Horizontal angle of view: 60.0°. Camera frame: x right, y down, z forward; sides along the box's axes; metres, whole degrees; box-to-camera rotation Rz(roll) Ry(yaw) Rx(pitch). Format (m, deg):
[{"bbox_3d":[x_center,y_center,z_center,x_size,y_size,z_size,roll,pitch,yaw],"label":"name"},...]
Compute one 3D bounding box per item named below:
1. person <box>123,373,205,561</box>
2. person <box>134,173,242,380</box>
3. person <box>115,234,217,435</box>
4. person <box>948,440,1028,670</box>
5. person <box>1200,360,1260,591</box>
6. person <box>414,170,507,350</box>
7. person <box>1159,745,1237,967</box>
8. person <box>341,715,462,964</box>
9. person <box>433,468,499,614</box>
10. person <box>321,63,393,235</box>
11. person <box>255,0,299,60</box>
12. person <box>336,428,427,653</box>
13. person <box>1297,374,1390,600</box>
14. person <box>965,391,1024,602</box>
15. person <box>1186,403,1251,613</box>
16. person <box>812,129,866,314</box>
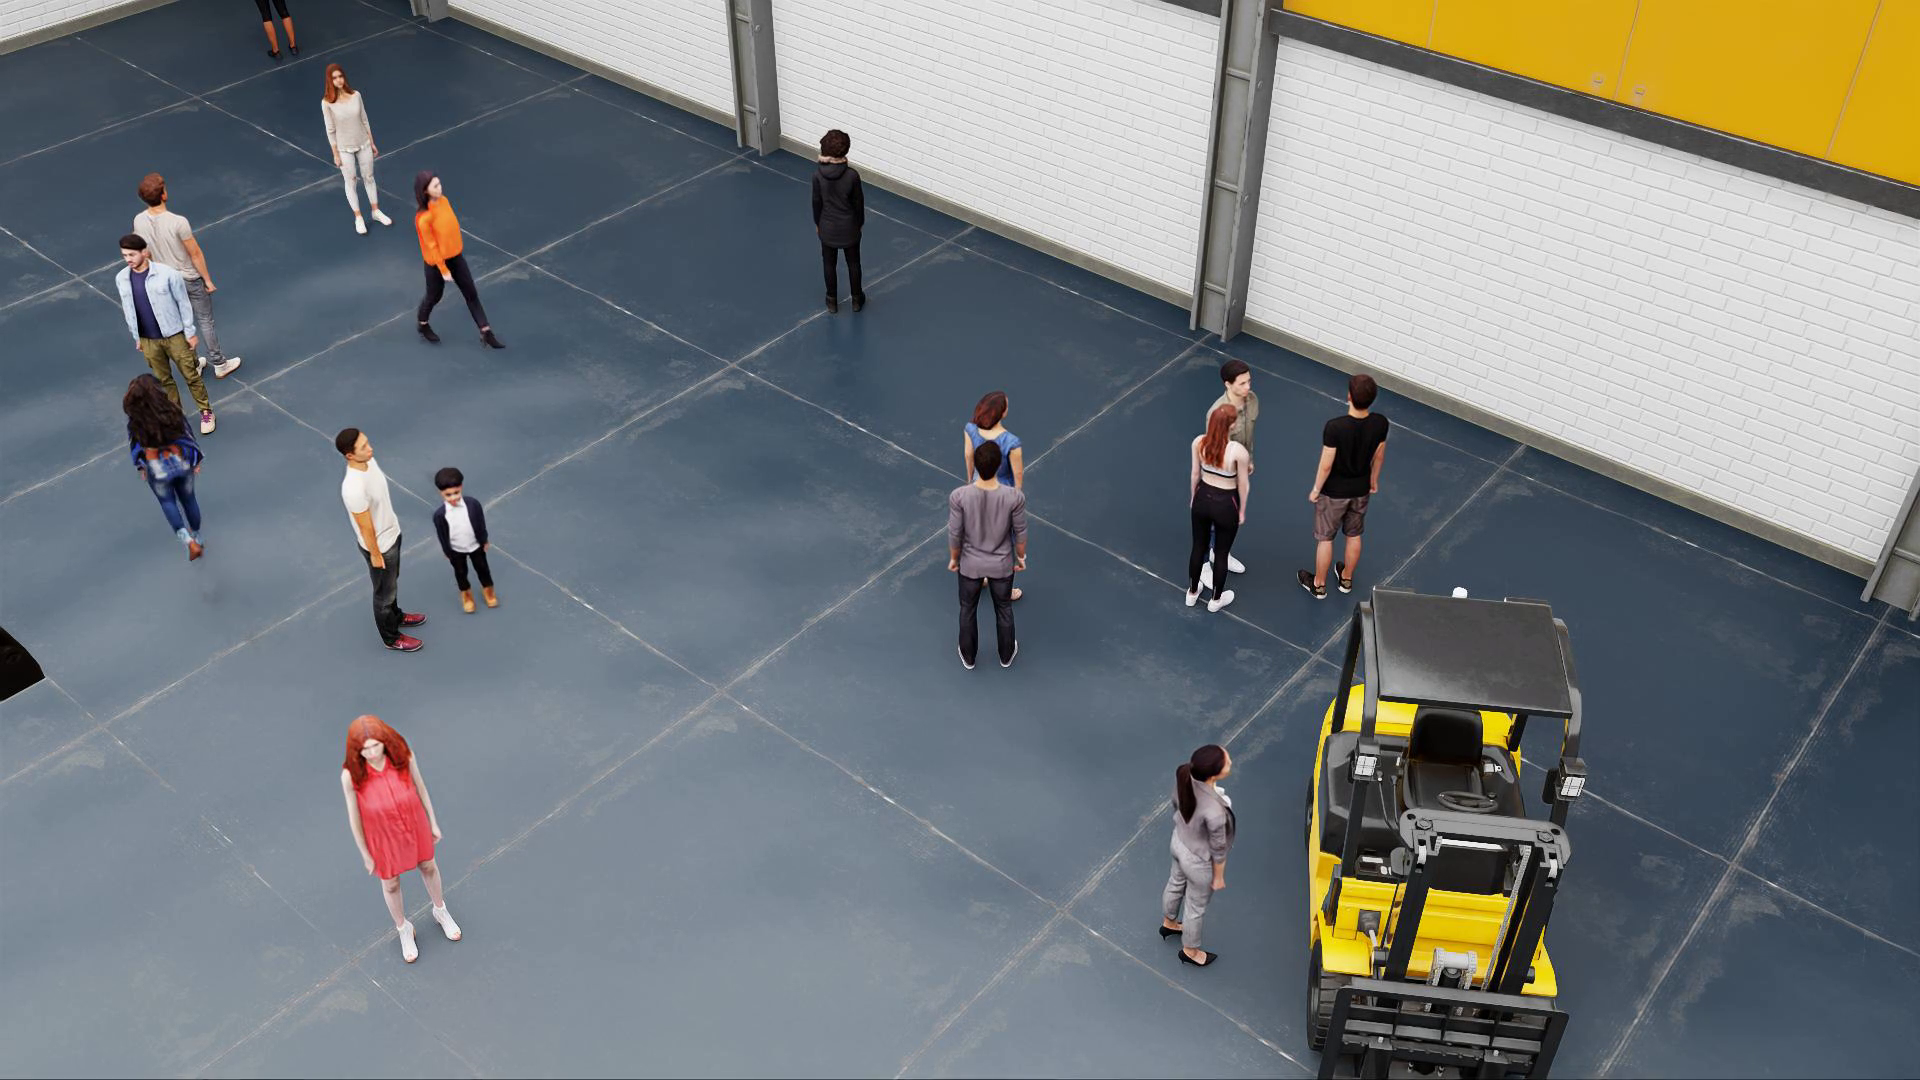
[{"bbox_3d":[-5.825,-0.488,12.290,0.766,1.613,0.832,-19,42,-22],"label":"person"},{"bbox_3d":[-6.689,-2.247,14.265,0.703,1.896,0.807,2,39,3],"label":"person"},{"bbox_3d":[-6.523,-1.682,13.626,0.748,1.811,0.814,-2,39,-3],"label":"person"},{"bbox_3d":[0.179,0.117,11.341,0.711,1.851,0.798,0,39,0],"label":"person"},{"bbox_3d":[1.927,-0.504,12.107,0.590,1.865,0.716,31,48,33],"label":"person"},{"bbox_3d":[-4.633,-2.431,14.651,1.190,1.702,0.871,12,40,14],"label":"person"},{"bbox_3d":[1.332,1.771,9.409,0.776,1.678,0.666,-16,41,-19],"label":"person"},{"bbox_3d":[-3.182,1.669,9.416,0.648,1.828,0.595,-23,44,-26],"label":"person"},{"bbox_3d":[-3.586,-0.022,12.020,0.568,1.221,0.584,-16,41,-19],"label":"person"},{"bbox_3d":[-6.027,-3.905,16.489,0.639,1.713,0.596,-28,46,-30],"label":"person"},{"bbox_3d":[-8.312,-6.661,19.911,0.644,1.748,0.586,-28,46,-30],"label":"person"},{"bbox_3d":[-4.055,-0.024,11.556,0.772,1.803,0.697,-5,39,-7],"label":"person"},{"bbox_3d":[2.764,-0.377,11.952,0.768,1.861,0.783,-9,40,-11],"label":"person"},{"bbox_3d":[0.249,-0.296,11.895,0.545,1.806,0.754,21,43,24],"label":"person"},{"bbox_3d":[1.819,-0.228,11.862,0.503,1.740,0.677,21,43,24],"label":"person"},{"bbox_3d":[-1.101,-2.889,15.163,0.716,1.778,0.787,-1,39,-1],"label":"person"}]
